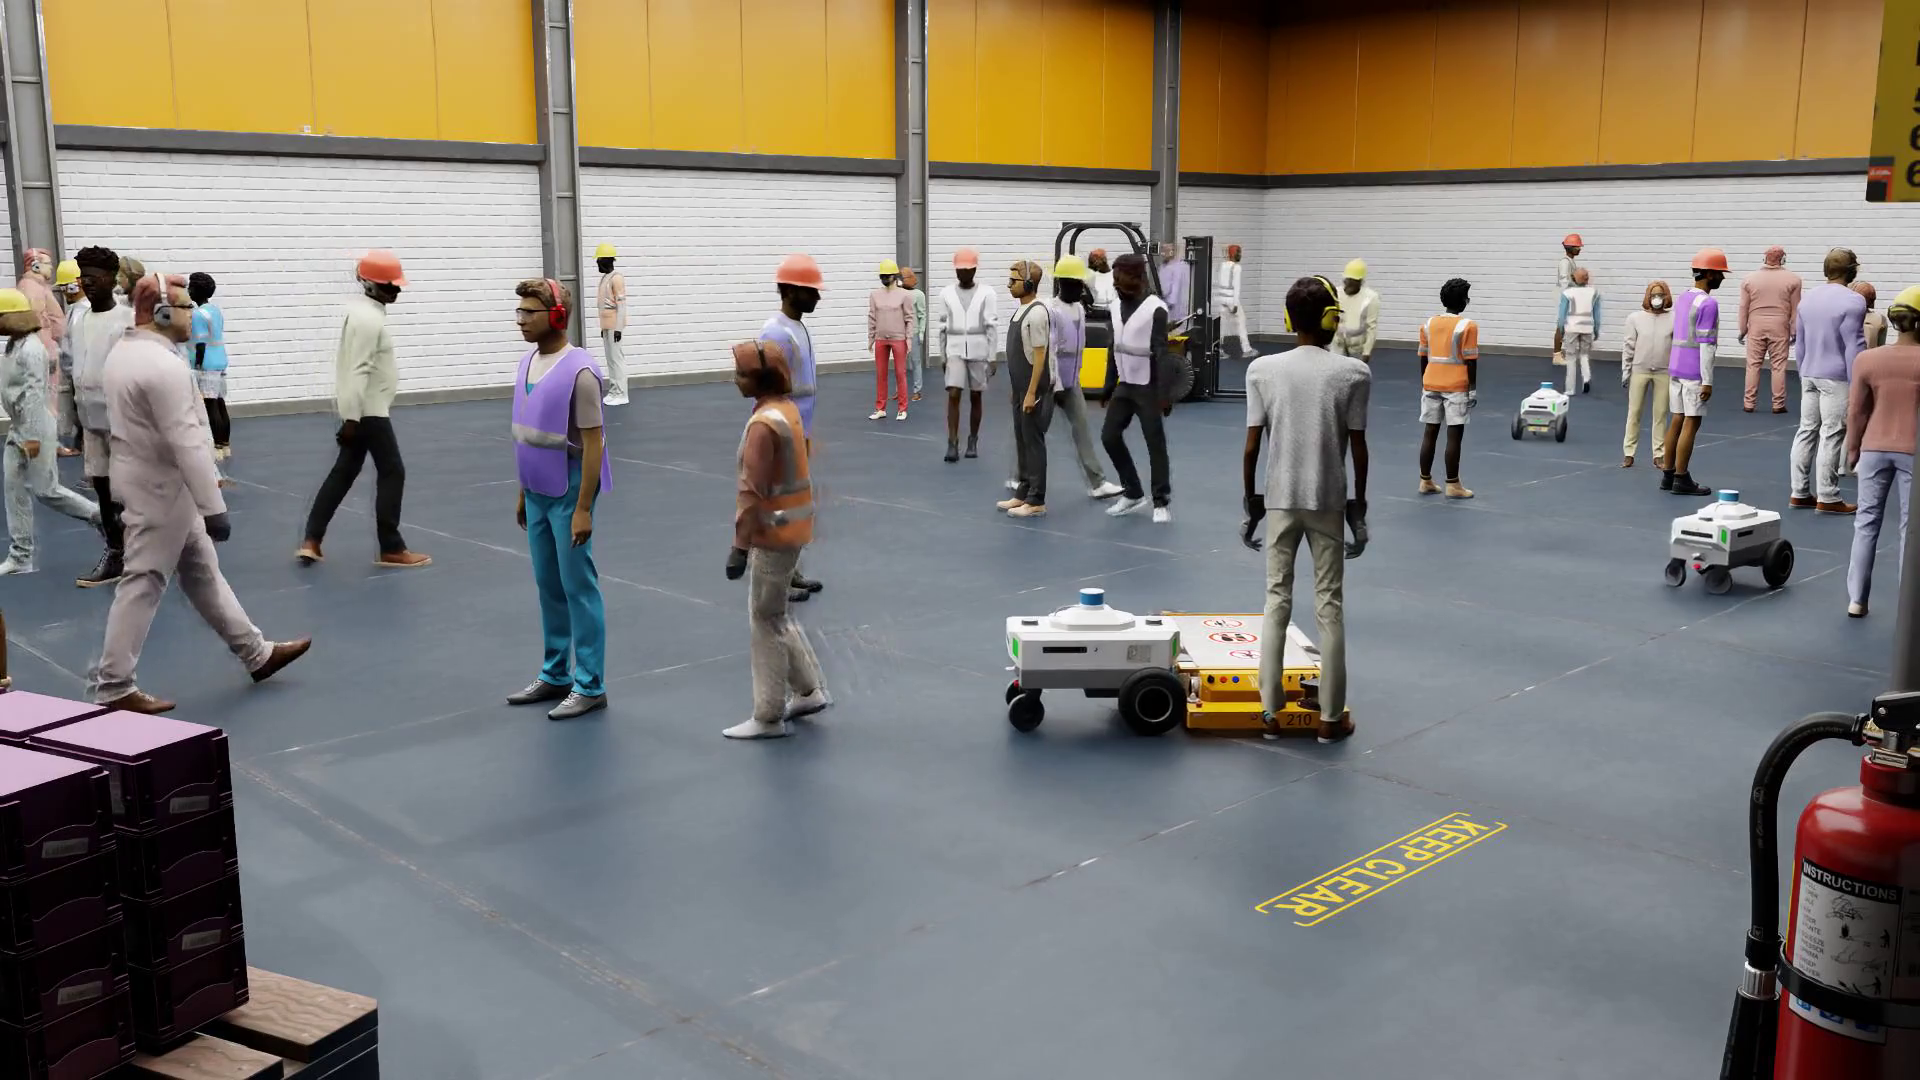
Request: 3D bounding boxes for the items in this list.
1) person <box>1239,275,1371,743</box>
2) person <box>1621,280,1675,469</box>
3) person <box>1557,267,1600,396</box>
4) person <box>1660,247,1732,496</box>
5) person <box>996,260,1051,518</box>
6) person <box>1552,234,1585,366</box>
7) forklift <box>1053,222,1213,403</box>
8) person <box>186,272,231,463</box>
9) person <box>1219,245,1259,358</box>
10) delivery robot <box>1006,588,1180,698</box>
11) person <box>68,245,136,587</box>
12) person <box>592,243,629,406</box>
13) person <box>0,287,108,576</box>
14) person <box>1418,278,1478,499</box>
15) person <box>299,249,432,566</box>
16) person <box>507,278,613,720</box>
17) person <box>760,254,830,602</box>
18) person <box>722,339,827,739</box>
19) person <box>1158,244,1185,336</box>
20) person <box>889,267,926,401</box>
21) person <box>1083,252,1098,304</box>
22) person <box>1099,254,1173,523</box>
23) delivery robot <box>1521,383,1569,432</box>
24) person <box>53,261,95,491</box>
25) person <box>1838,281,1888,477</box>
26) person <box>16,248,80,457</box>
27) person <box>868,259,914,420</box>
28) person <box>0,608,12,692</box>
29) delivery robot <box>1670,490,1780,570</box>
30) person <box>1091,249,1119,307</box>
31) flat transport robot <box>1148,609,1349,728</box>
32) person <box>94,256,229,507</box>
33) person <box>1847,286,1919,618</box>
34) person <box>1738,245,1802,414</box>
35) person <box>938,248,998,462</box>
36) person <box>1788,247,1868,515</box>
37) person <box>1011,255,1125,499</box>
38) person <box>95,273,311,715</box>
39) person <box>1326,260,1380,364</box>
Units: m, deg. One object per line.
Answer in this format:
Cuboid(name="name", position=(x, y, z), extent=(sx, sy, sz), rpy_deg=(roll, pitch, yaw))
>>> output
Cuboid(name="person", position=(1.376, -0.115, 6.657), extent=(0.512, 1.866, 0.330), rpy_deg=(4, 11, 18))
Cuboid(name="person", position=(6.020, -1.433, 14.473), extent=(0.500, 1.633, 0.279), rpy_deg=(4, 11, 19))
Cuboid(name="person", position=(7.787, -2.624, 20.967), extent=(0.541, 1.624, 0.360), rpy_deg=(0, 10, -1))
Cuboid(name="person", position=(5.761, -1.307, 12.999), extent=(0.390, 1.929, 0.539), rpy_deg=(0, 10, -2))
Cuboid(name="person", position=(0.471, -1.086, 12.003), extent=(0.345, 1.846, 0.508), rpy_deg=(-2, 11, -13))
Cuboid(name="person", position=(9.493, -3.743, 25.948), extent=(0.391, 2.040, 0.614), rpy_deg=(5, 11, 24))
Cuboid(name="forklift", position=(1.935, -2.847, 20.651), extent=(2.313, 2.155, 1.214), rpy_deg=(2, 11, 13))
Cuboid(name="person", position=(-6.718, -1.535, 14.847), extent=(0.318, 1.700, 0.535), rpy_deg=(-1, 10, -7))
Cuboid(name="person", position=(4.553, -3.922, 27.426), extent=(0.888, 1.847, 0.599), rpy_deg=(-6, 12, -28))
Cuboid(name="delivery robot", position=(0.545, 0.444, 6.920), extent=(0.707, 0.478, 0.477), rpy_deg=(0, 10, -1))
Cuboid(name="person", position=(-4.847, -0.689, 9.503), extent=(0.613, 1.965, 0.361), rpy_deg=(4, 11, 23))
Cuboid(name="person", position=(-4.177, -2.569, 19.862), extent=(0.372, 1.925, 0.596), rpy_deg=(-6, 12, -29))
Cuboid(name="person", position=(-5.499, -0.653, 9.981), extent=(0.503, 1.716, 0.717), rpy_deg=(10, 14, 42))
Cuboid(name="person", position=(3.771, -1.166, 12.841), extent=(0.318, 1.695, 0.539), rpy_deg=(-7, 12, -33))
Cuboid(name="person", position=(-3.687, -0.777, 10.076), extent=(0.755, 1.951, 0.648), rpy_deg=(-5, 12, -25))
Cuboid(name="person", position=(-1.689, -0.177, 7.040), extent=(0.390, 1.846, 0.565), rpy_deg=(-10, 14, -43))
Cuboid(name="person", position=(-0.914, -0.614, 9.239), extent=(0.414, 1.922, 0.540), rpy_deg=(2, 11, 10))
Cuboid(name="person", position=(-0.750, 0.003, 6.669), extent=(0.342, 1.623, 0.533), rpy_deg=(0, 10, 1))
Cuboid(name="person", position=(3.377, -3.970, 27.655), extent=(0.846, 1.878, 0.648), rpy_deg=(-5, 12, -27))
Cuboid(name="person", position=(-0.643, -2.523, 20.417), extent=(0.501, 1.631, 0.287), rpy_deg=(6, 12, 32))
Cuboid(name="person", position=(1.879, -2.935, 22.168), extent=(0.846, 1.801, 0.632), rpy_deg=(-1, 10, -4))
Cuboid(name="person", position=(1.265, -1.083, 11.864), extent=(0.434, 1.890, 0.707), rpy_deg=(-7, 12, -32))
Cuboid(name="delivery robot", position=(5.830, -1.325, 16.567), extent=(0.477, 0.478, 0.707), rpy_deg=(6, 12, 30))
Cuboid(name="person", position=(-6.952, -1.304, 13.256), extent=(0.404, 1.821, 0.589), rpy_deg=(-3, 11, -17))
Cuboid(name="person", position=(7.522, -1.348, 13.990), extent=(0.523, 1.639, 0.306), rpy_deg=(-2, 11, -13))
Cuboid(name="person", position=(-8.372, -1.711, 15.235), extent=(0.411, 1.910, 0.643), rpy_deg=(-7, 13, -35))
Cuboid(name="person", position=(-0.770, -2.187, 18.227), extent=(0.532, 1.765, 0.328), rpy_deg=(4, 11, 20))
Cuboid(name="person", position=(-4.162, -0.225, 6.770), extent=(0.393, 2.040, 0.611), rpy_deg=(-9, 13, -39))
Cuboid(name="delivery robot", position=(4.413, -0.044, 9.581), extent=(0.707, 0.478, 0.477), rpy_deg=(-9, 13, -39))
Cuboid(name="person", position=(1.963, -2.899, 21.901), extent=(0.656, 1.847, 0.393), rpy_deg=(2, 11, 10))
Cuboid(name="flat transport robot", position=(1.237, 0.545, 7.399), extent=(0.652, 0.197, 1.431), rpy_deg=(0, 10, -1))
Cuboid(name="person", position=(-5.938, -1.150, 12.295), extent=(0.651, 1.877, 1.076), rpy_deg=(8, 13, 38))
Cuboid(name="person", position=(4.924, -0.440, 8.711), extent=(0.328, 1.762, 0.523), rpy_deg=(-10, 14, -42))
Cuboid(name="person", position=(9.226, -2.396, 18.972), extent=(0.642, 1.910, 0.401), rpy_deg=(7, 12, 32))
Cuboid(name="person", position=(0.061, -1.644, 14.871), extent=(0.557, 1.896, 0.893), rpy_deg=(1, 10, 5))
Cuboid(name="person", position=(6.335, -1.153, 12.110), extent=(0.371, 1.940, 0.630), rpy_deg=(-2, 11, -12))
Cuboid(name="person", position=(0.795, -1.240, 12.776), extent=(1.014, 1.866, 0.608), rpy_deg=(8, 13, 37))
Cuboid(name="person", position=(-3.306, -0.201, 7.136), extent=(0.992, 1.854, 0.683), rpy_deg=(-8, 13, -38))
Cuboid(name="person", position=(4.039, -2.010, 17.278), extent=(0.596, 1.757, 0.940), rpy_deg=(5, 12, 26))
